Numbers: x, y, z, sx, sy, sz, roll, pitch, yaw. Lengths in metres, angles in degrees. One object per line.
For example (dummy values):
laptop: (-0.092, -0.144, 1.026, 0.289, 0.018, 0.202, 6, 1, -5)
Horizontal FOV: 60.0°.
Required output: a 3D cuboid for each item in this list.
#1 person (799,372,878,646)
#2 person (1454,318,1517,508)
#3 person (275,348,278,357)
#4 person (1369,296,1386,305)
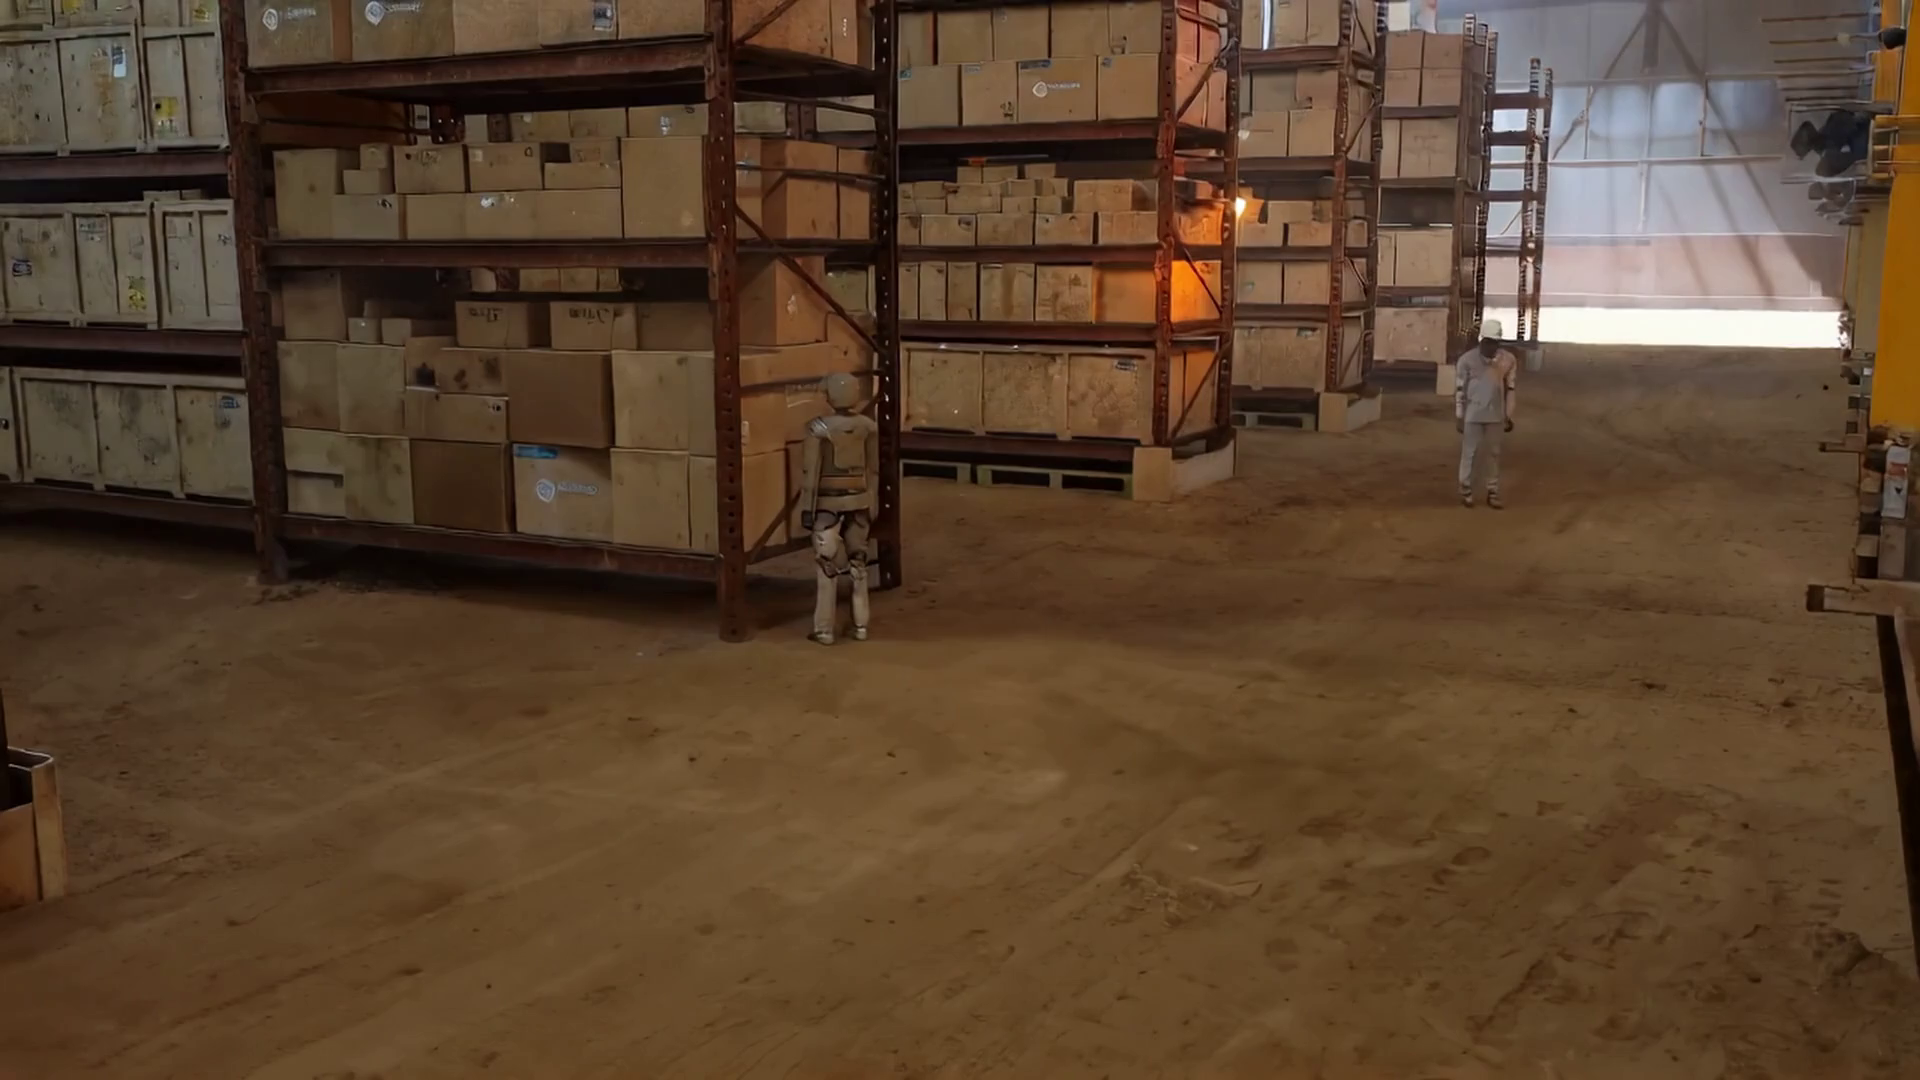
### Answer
person: (-0.710, -0.182, 9.918, 0.526, 1.631, 0.321, -7, 12, -34)
person: (4.810, -1.155, 15.215, 0.566, 1.744, 0.349, 0, 10, -2)
person: (-7.889, -1.817, 18.395, 0.837, 1.964, 0.654, 7, 12, 34)
person: (9.941, -5.408, 39.993, 0.524, 1.694, 0.876, -2, 10, -14)
